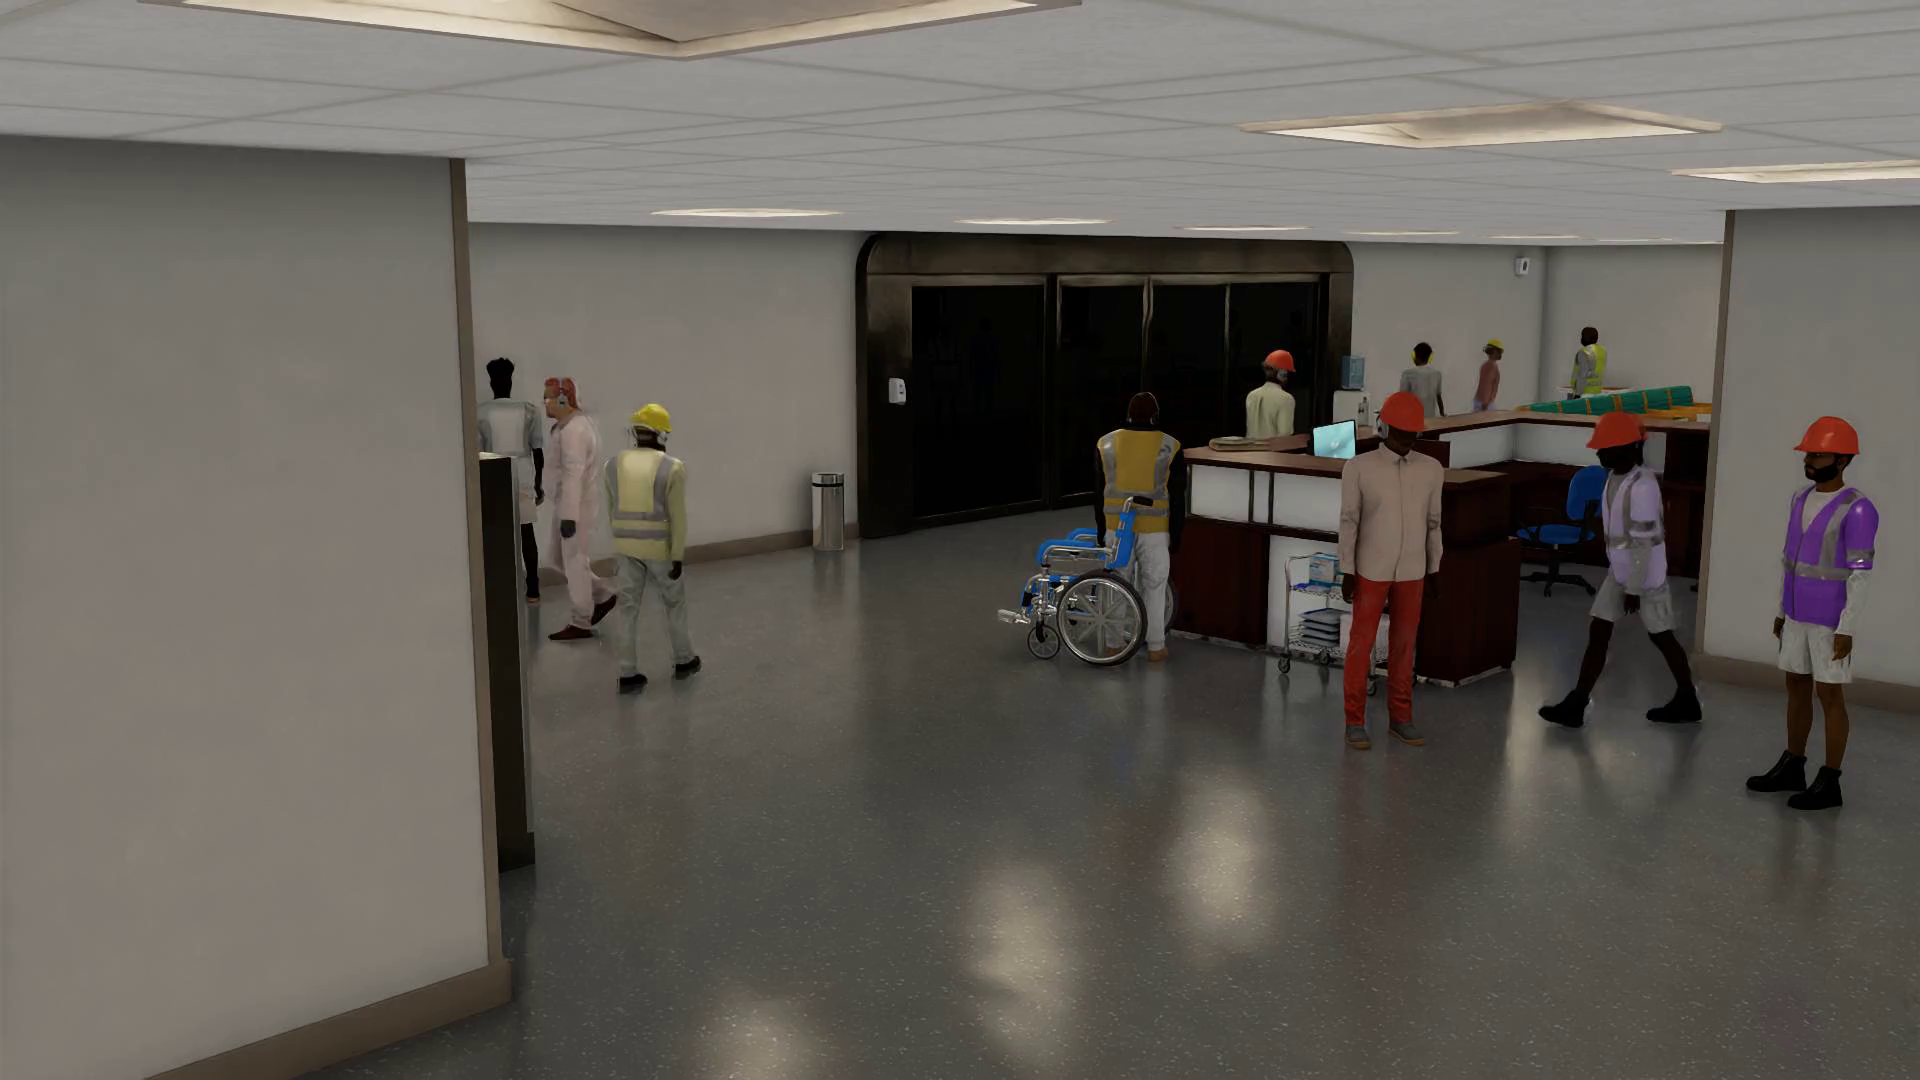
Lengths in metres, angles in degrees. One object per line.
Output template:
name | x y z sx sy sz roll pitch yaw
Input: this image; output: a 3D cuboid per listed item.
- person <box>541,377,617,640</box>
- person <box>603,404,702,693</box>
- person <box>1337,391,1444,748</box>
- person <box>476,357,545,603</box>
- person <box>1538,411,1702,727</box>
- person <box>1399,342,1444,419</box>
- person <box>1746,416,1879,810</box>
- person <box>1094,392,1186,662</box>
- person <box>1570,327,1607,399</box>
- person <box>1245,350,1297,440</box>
person | -2.768 -0.224 11.948 0.459 1.894 0.659 -3 10 -18
person | -1.956 0.033 10.636 0.602 1.792 0.842 2 10 15
person | 2.397 0.167 9.237 0.610 1.990 0.390 -2 9 -11
person | -3.583 -0.457 13.140 0.612 1.962 0.363 -5 10 -27
person | 3.887 0.185 9.587 1.023 1.865 0.540 -1 9 -8
person | 5.195 -1.343 19.041 0.642 1.808 0.892 -3 10 -18
person | 4.227 0.357 8.221 0.354 1.942 0.545 -2 9 -12
person | 1.215 -0.083 11.262 0.628 1.836 0.429 3 10 15
person | 8.879 -2.098 23.581 0.637 1.842 0.429 -8 12 -41
person | 2.804 -0.705 14.735 0.826 1.938 0.658 -6 11 -34
